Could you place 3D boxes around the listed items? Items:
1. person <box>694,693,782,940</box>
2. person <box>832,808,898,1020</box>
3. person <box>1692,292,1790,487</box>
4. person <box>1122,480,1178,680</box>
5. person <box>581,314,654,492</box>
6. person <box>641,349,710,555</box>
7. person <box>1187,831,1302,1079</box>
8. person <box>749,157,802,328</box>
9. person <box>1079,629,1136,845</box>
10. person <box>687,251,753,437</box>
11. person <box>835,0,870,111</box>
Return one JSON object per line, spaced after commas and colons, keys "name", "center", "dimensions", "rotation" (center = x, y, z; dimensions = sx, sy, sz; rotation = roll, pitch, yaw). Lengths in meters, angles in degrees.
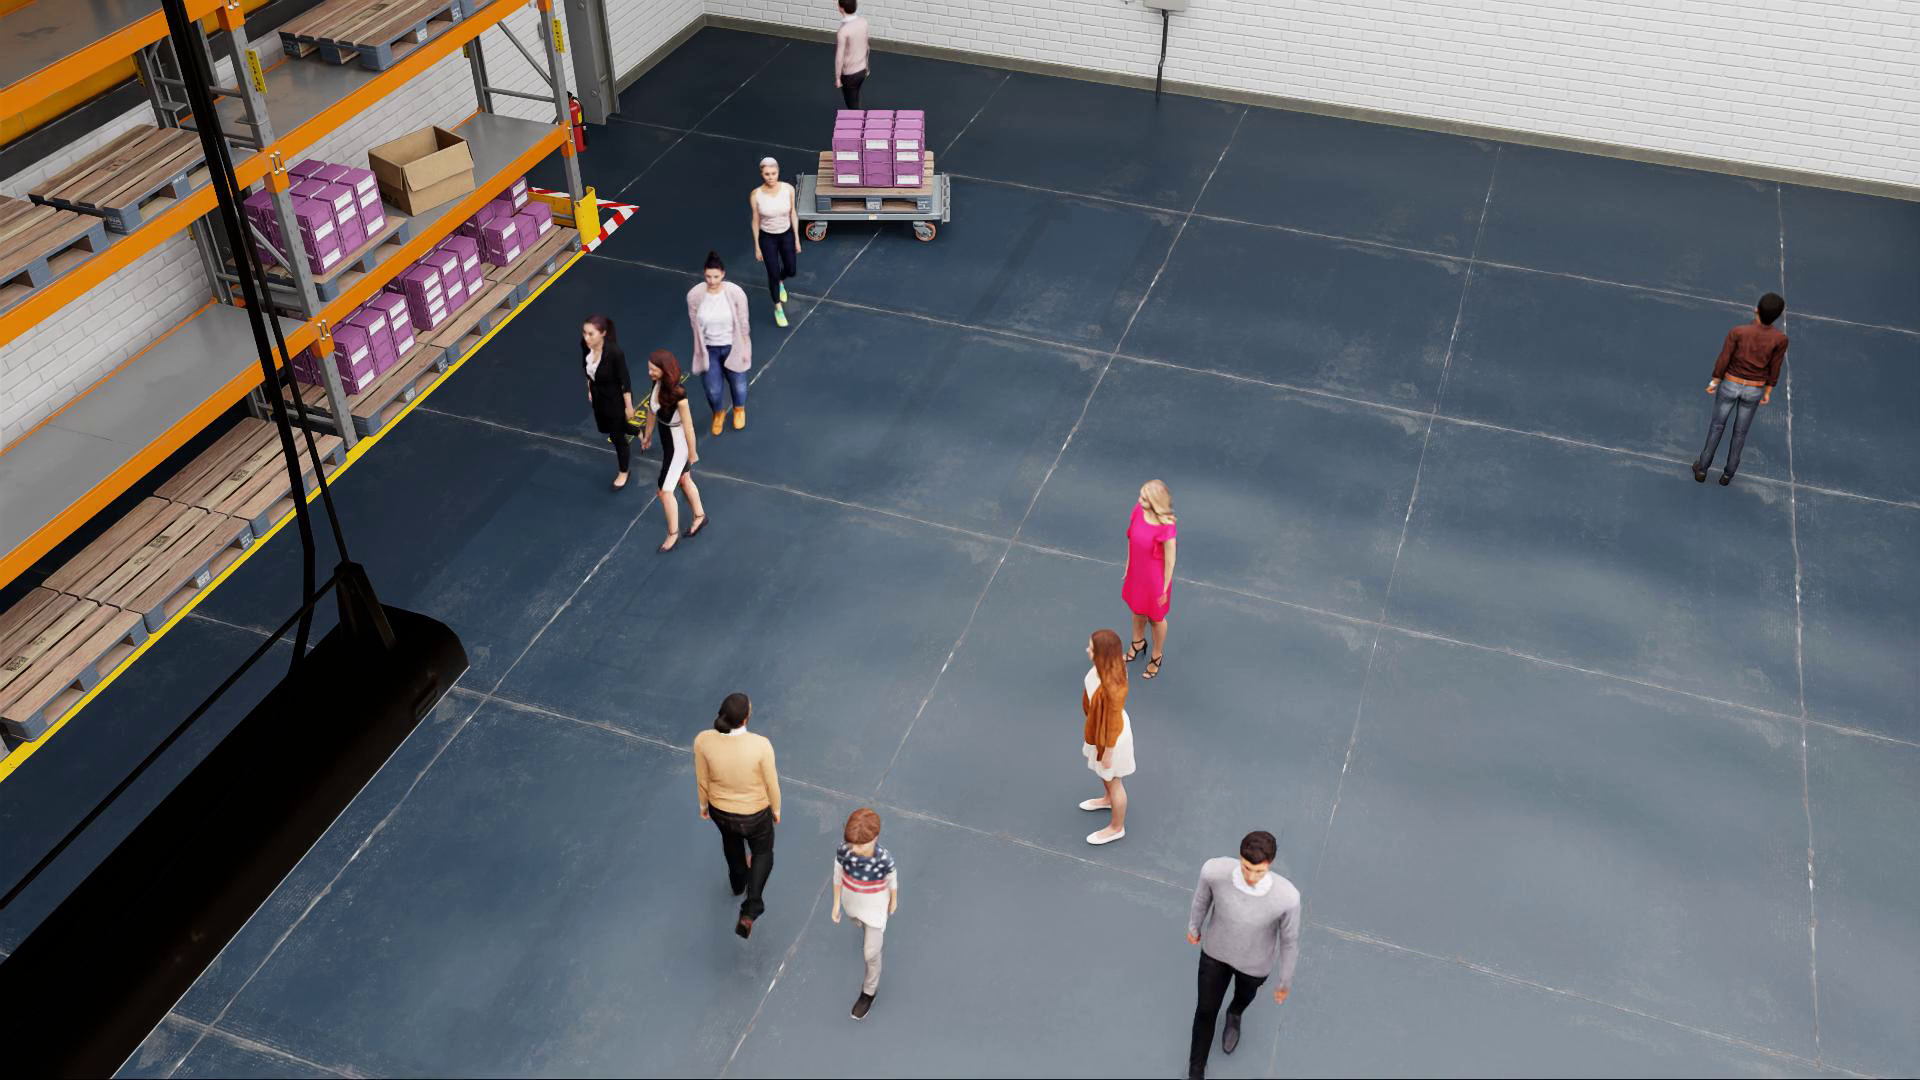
{"name": "person", "center": [-1.333, 1.666, 9.990], "dimensions": [0.801, 1.735, 1.064], "rotation": [3, 39, 4]}
{"name": "person", "center": [-0.540, 2.051, 9.766], "dimensions": [0.514, 1.412, 0.958], "rotation": [14, 41, 16]}
{"name": "person", "center": [6.383, -1.231, 13.579], "dimensions": [0.635, 1.783, 0.502], "rotation": [13, 40, 16]}
{"name": "person", "center": [1.350, 0.257, 11.760], "dimensions": [0.698, 1.727, 0.663], "rotation": [-25, 45, -27]}
{"name": "person", "center": [-2.804, -1.184, 13.631], "dimensions": [0.759, 1.644, 0.916], "rotation": [21, 43, 25]}
{"name": "person", "center": [-2.149, -0.752, 12.979], "dimensions": [0.882, 1.783, 0.807], "rotation": [-21, 43, -24]}
{"name": "person", "center": [1.565, 2.203, 9.200], "dimensions": [0.762, 1.882, 1.086], "rotation": [13, 41, 16]}
{"name": "person", "center": [-1.759, -2.866, 15.700], "dimensions": [0.847, 1.692, 0.916], "rotation": [-14, 41, -16]}
{"name": "person", "center": [0.961, 1.218, 10.567], "dimensions": [0.752, 1.715, 0.645], "rotation": [-3, 39, -4]}
{"name": "person", "center": [-2.014, -1.724, 14.242], "dimensions": [0.796, 1.726, 0.820], "rotation": [-1, 39, -1]}
{"name": "person", "center": [-1.135, -5.192, 18.521], "dimensions": [0.770, 1.804, 0.645], "rotation": [25, 45, 28]}
